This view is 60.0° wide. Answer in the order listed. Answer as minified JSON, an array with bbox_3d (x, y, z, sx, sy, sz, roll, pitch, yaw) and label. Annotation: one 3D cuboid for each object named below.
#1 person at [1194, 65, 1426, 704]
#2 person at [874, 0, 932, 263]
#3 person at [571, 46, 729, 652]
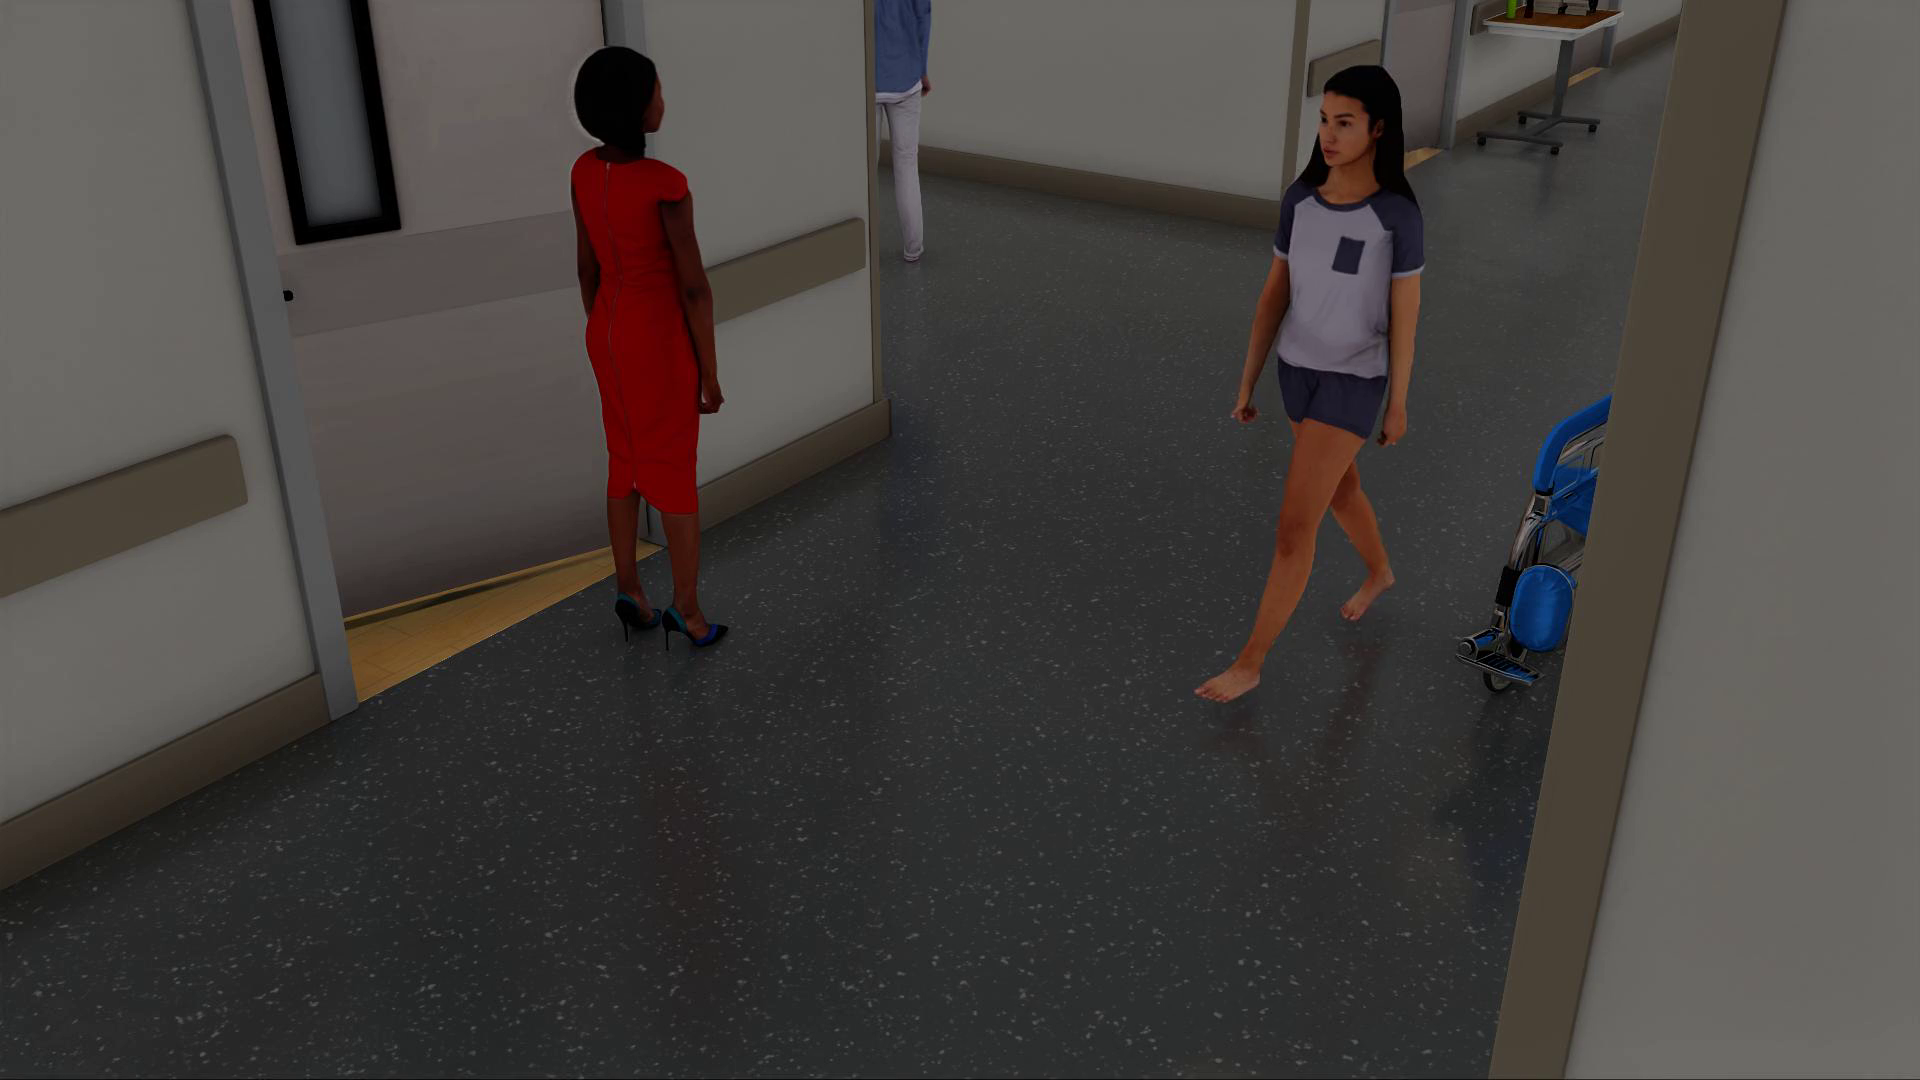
[{"bbox_3d":[1.078,-0.423,4.622,1.220,1.684,0.807,-21,33,-37],"label":"person"},{"bbox_3d":[-0.388,-2.327,8.337,0.728,1.888,0.799,-5,26,-11],"label":"person"},{"bbox_3d":[-0.897,-0.503,4.721,0.592,1.743,0.511,14,29,27],"label":"person"}]
